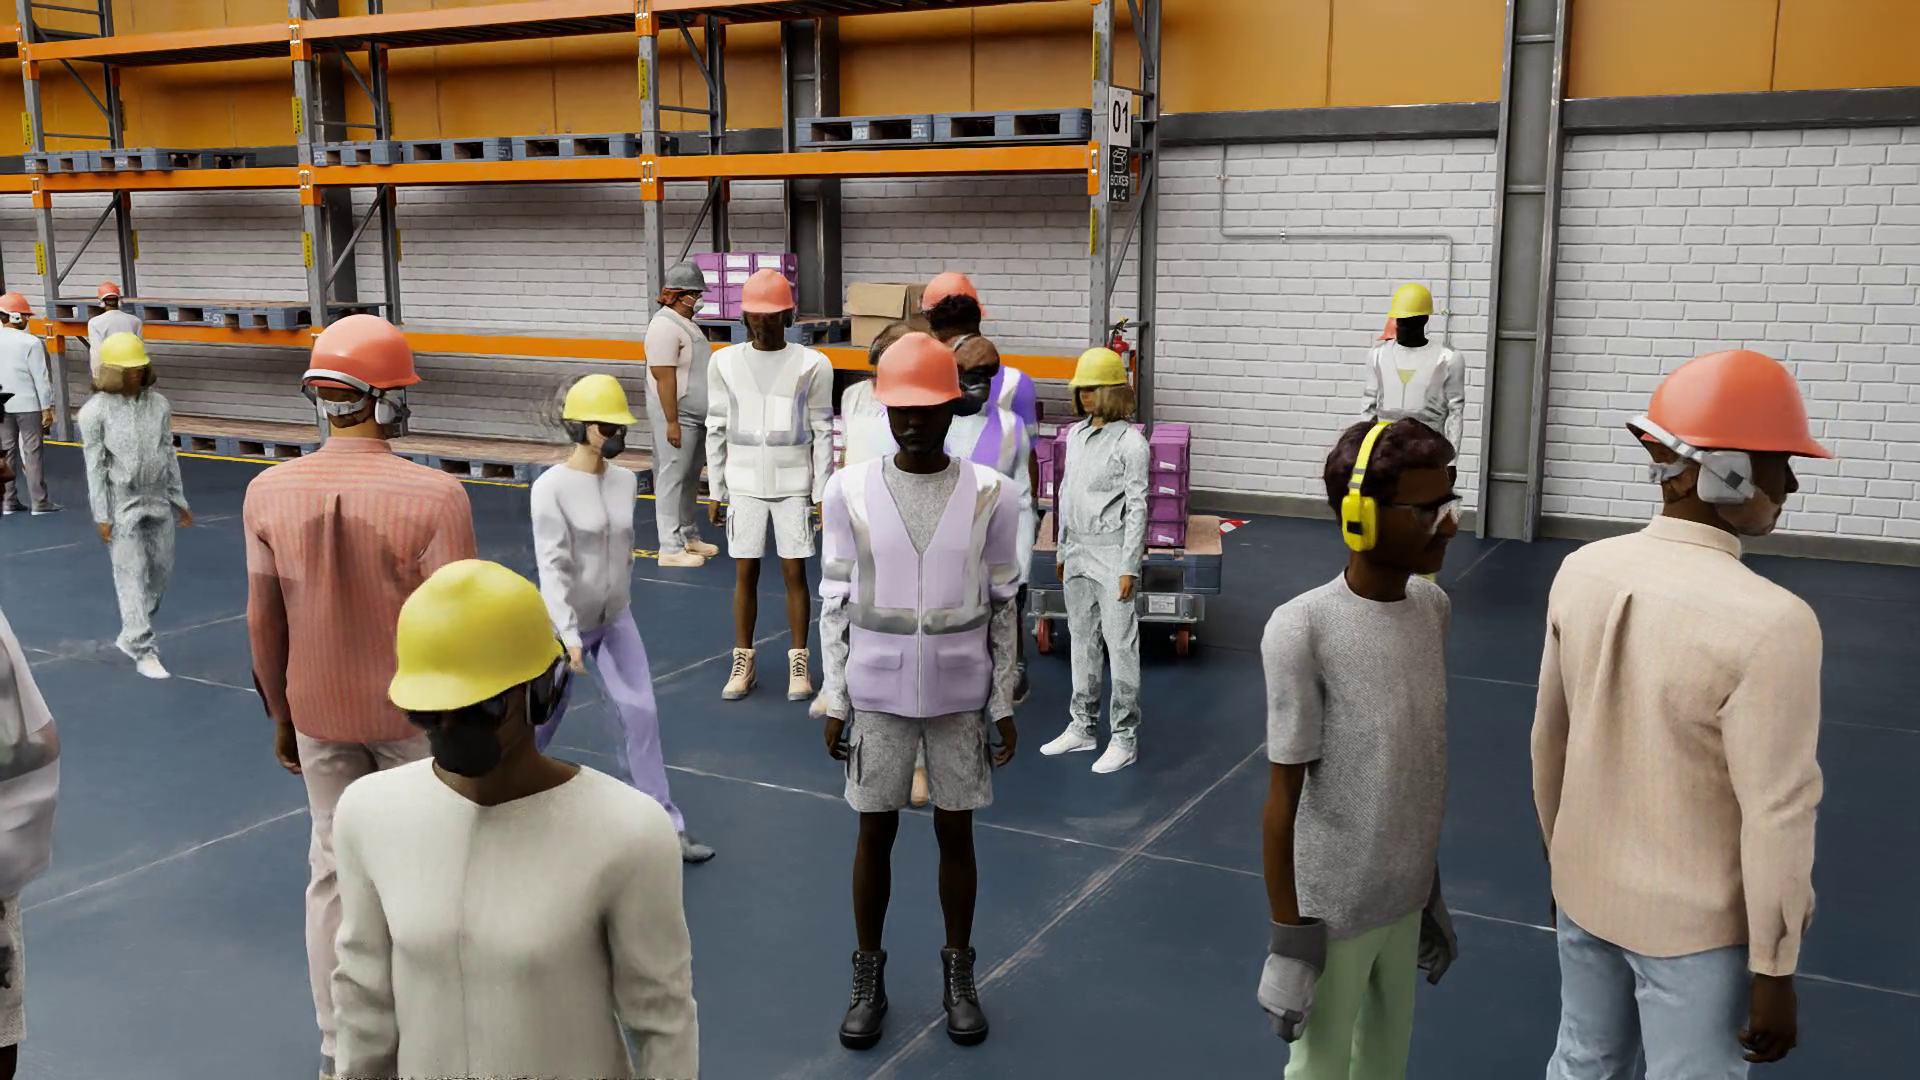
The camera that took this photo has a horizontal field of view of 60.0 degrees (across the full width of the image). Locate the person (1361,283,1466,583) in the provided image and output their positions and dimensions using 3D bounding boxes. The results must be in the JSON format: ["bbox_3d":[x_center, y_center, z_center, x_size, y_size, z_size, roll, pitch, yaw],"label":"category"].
[{"bbox_3d":[2.581,-0.508,9.578,0.593,1.923,0.382,7,12,33],"label":"person"}]

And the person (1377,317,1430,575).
[{"bbox_3d":[2.663,-0.502,10.044,0.347,1.745,0.570,3,11,18],"label":"person"}]

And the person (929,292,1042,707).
[{"bbox_3d":[0.063,-0.185,7.778,0.639,1.943,0.413,2,11,11],"label":"person"}]

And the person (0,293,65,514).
[{"bbox_3d":[-7.436,-1.074,13.161,0.573,1.744,0.343,2,10,8],"label":"person"}]

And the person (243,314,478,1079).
[{"bbox_3d":[-1.473,0.432,4.232,0.621,1.994,0.381,1,10,7],"label":"person"}]

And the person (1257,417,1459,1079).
[{"bbox_3d":[0.757,0.701,3.097,0.535,1.869,0.314,-9,14,-41],"label":"person"}]

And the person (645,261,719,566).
[{"bbox_3d":[-1.824,-0.857,11.171,0.535,2.000,0.682,1,10,6],"label":"person"}]

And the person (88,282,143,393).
[{"bbox_3d":[-8.218,-1.630,16.204,0.331,1.746,0.575,5,12,27],"label":"person"}]

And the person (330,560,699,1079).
[{"bbox_3d":[-0.646,0.881,2.423,0.529,1.766,0.345,1,10,7],"label":"person"}]

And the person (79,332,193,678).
[{"bbox_3d":[-4.129,-0.172,8.320,0.436,1.757,0.504,5,12,26],"label":"person"}]

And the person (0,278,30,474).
[{"bbox_3d":[-8.793,-1.517,15.222,0.575,1.883,0.362,-8,13,-37],"label":"person"}]

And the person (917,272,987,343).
[{"bbox_3d":[-0.089,-0.267,8.006,0.474,2.024,0.618,3,11,18],"label":"person"}]

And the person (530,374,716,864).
[{"bbox_3d":[-1.322,0.277,5.840,0.898,1.723,0.529,7,12,34],"label":"person"}]

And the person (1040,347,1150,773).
[{"bbox_3d":[0.567,0.079,6.856,0.295,1.745,0.486,-8,13,-37],"label":"person"}]

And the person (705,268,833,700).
[{"bbox_3d":[-0.897,-0.251,7.844,0.608,2.043,0.374,0,10,2],"label":"person"}]

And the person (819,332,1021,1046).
[{"bbox_3d":[-0.106,0.413,4.487,0.543,1.939,0.360,0,10,-3],"label":"person"}]

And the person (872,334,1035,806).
[{"bbox_3d":[-0.024,0.124,6.398,0.648,1.819,0.553,-2,11,-13],"label":"person"}]

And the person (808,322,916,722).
[{"bbox_3d":[-0.424,-0.065,7.457,0.627,1.813,0.459,7,13,34],"label":"person"}]

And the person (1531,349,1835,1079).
[{"bbox_3d":[1.288,0.655,3.013,0.392,1.990,0.614,-3,11,-18],"label":"person"}]

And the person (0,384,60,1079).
[{"bbox_3d":[-1.948,0.623,3.259,0.361,1.963,0.618,-7,12,-32],"label":"person"}]
